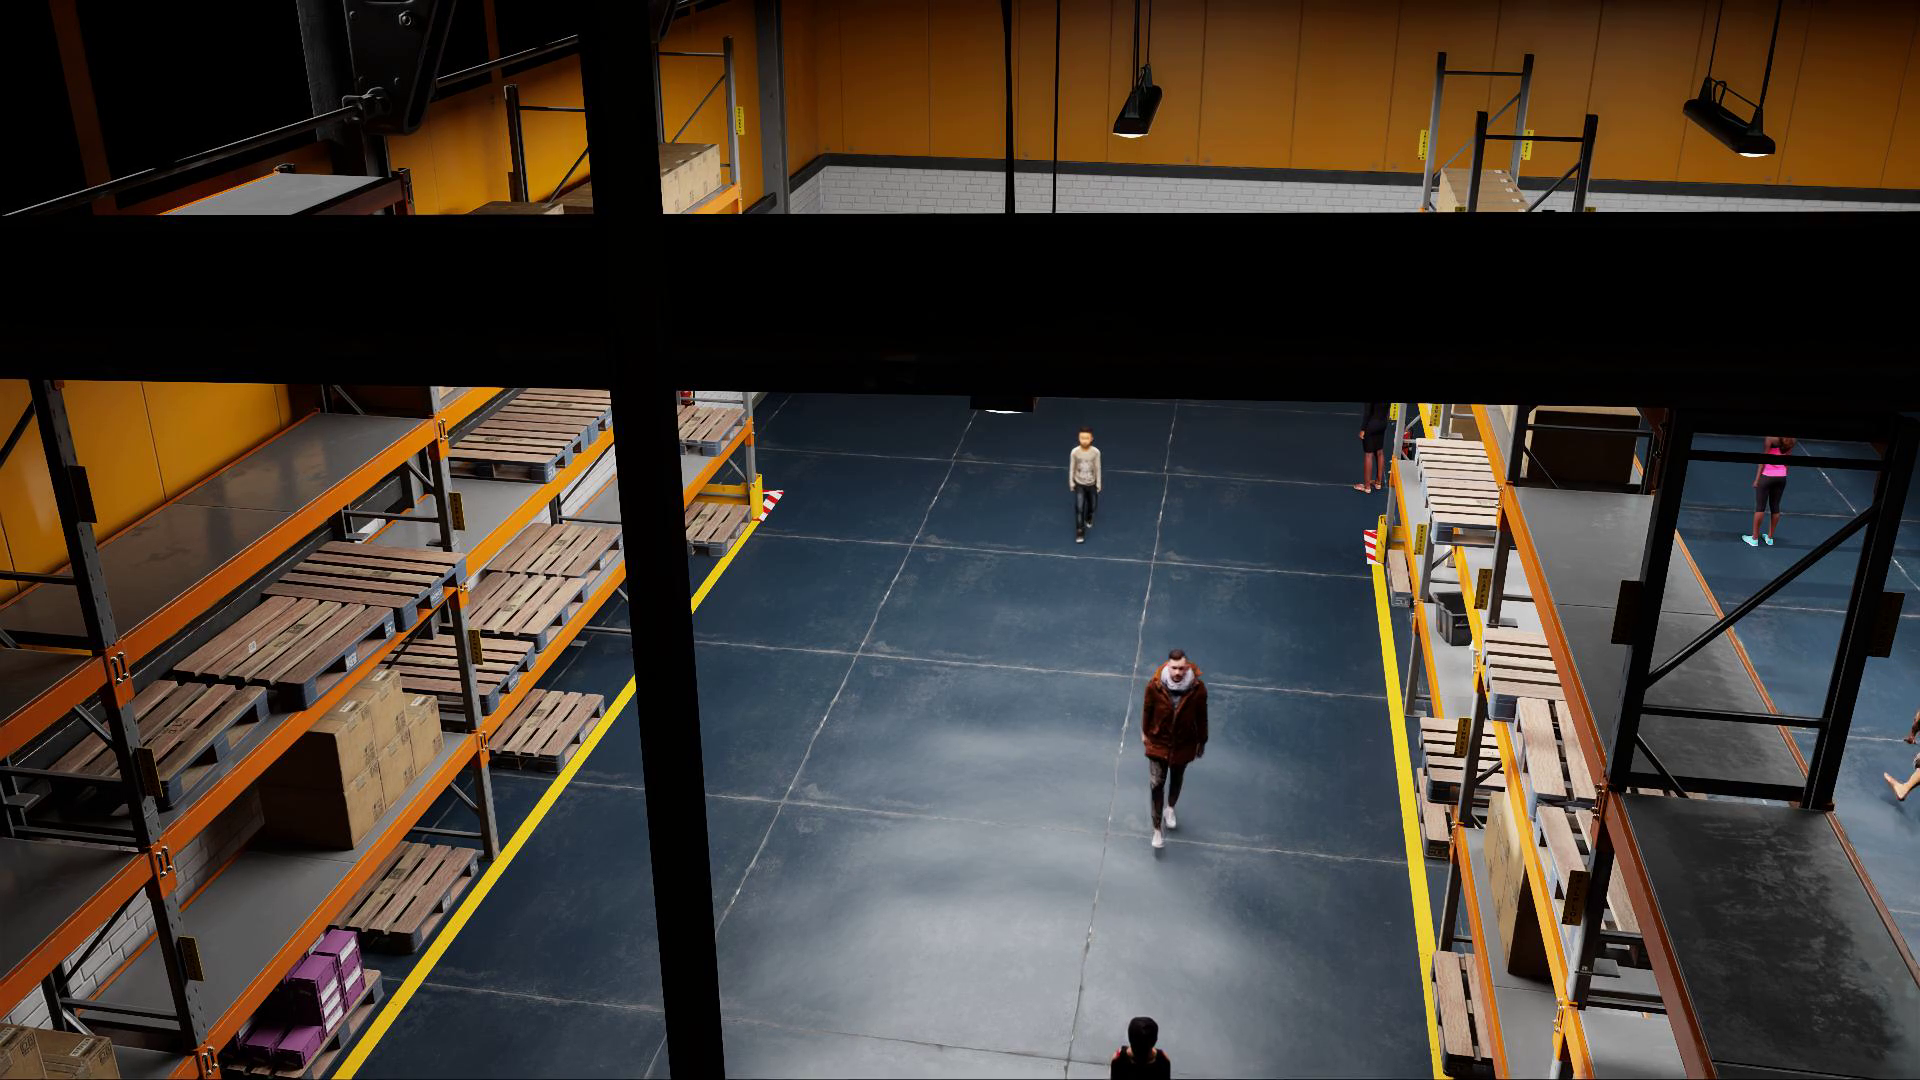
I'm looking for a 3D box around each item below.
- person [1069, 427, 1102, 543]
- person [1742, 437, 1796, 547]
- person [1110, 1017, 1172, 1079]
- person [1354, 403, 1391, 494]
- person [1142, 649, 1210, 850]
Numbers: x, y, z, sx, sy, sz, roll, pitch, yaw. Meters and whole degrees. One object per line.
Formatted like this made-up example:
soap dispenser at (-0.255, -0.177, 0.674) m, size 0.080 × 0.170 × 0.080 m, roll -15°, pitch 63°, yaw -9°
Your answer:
person at (1.574, -0.729, 20.793) m, size 0.630 × 1.451 × 0.856 m, roll 1°, pitch 24°, yaw 2°
person at (10.019, -0.753, 20.507) m, size 0.611 × 1.724 × 0.627 m, roll -2°, pitch 24°, yaw -6°
person at (1.155, 3.666, 10.615) m, size 0.561 × 1.549 × 0.533 m, roll 2°, pitch 24°, yaw 5°
person at (5.524, -1.485, 22.186) m, size 0.665 × 1.720 × 0.719 m, roll -15°, pitch 28°, yaw -31°
person at (1.865, 1.746, 14.682) m, size 0.803 × 1.810 × 1.004 m, roll 1°, pitch 24°, yaw 2°
